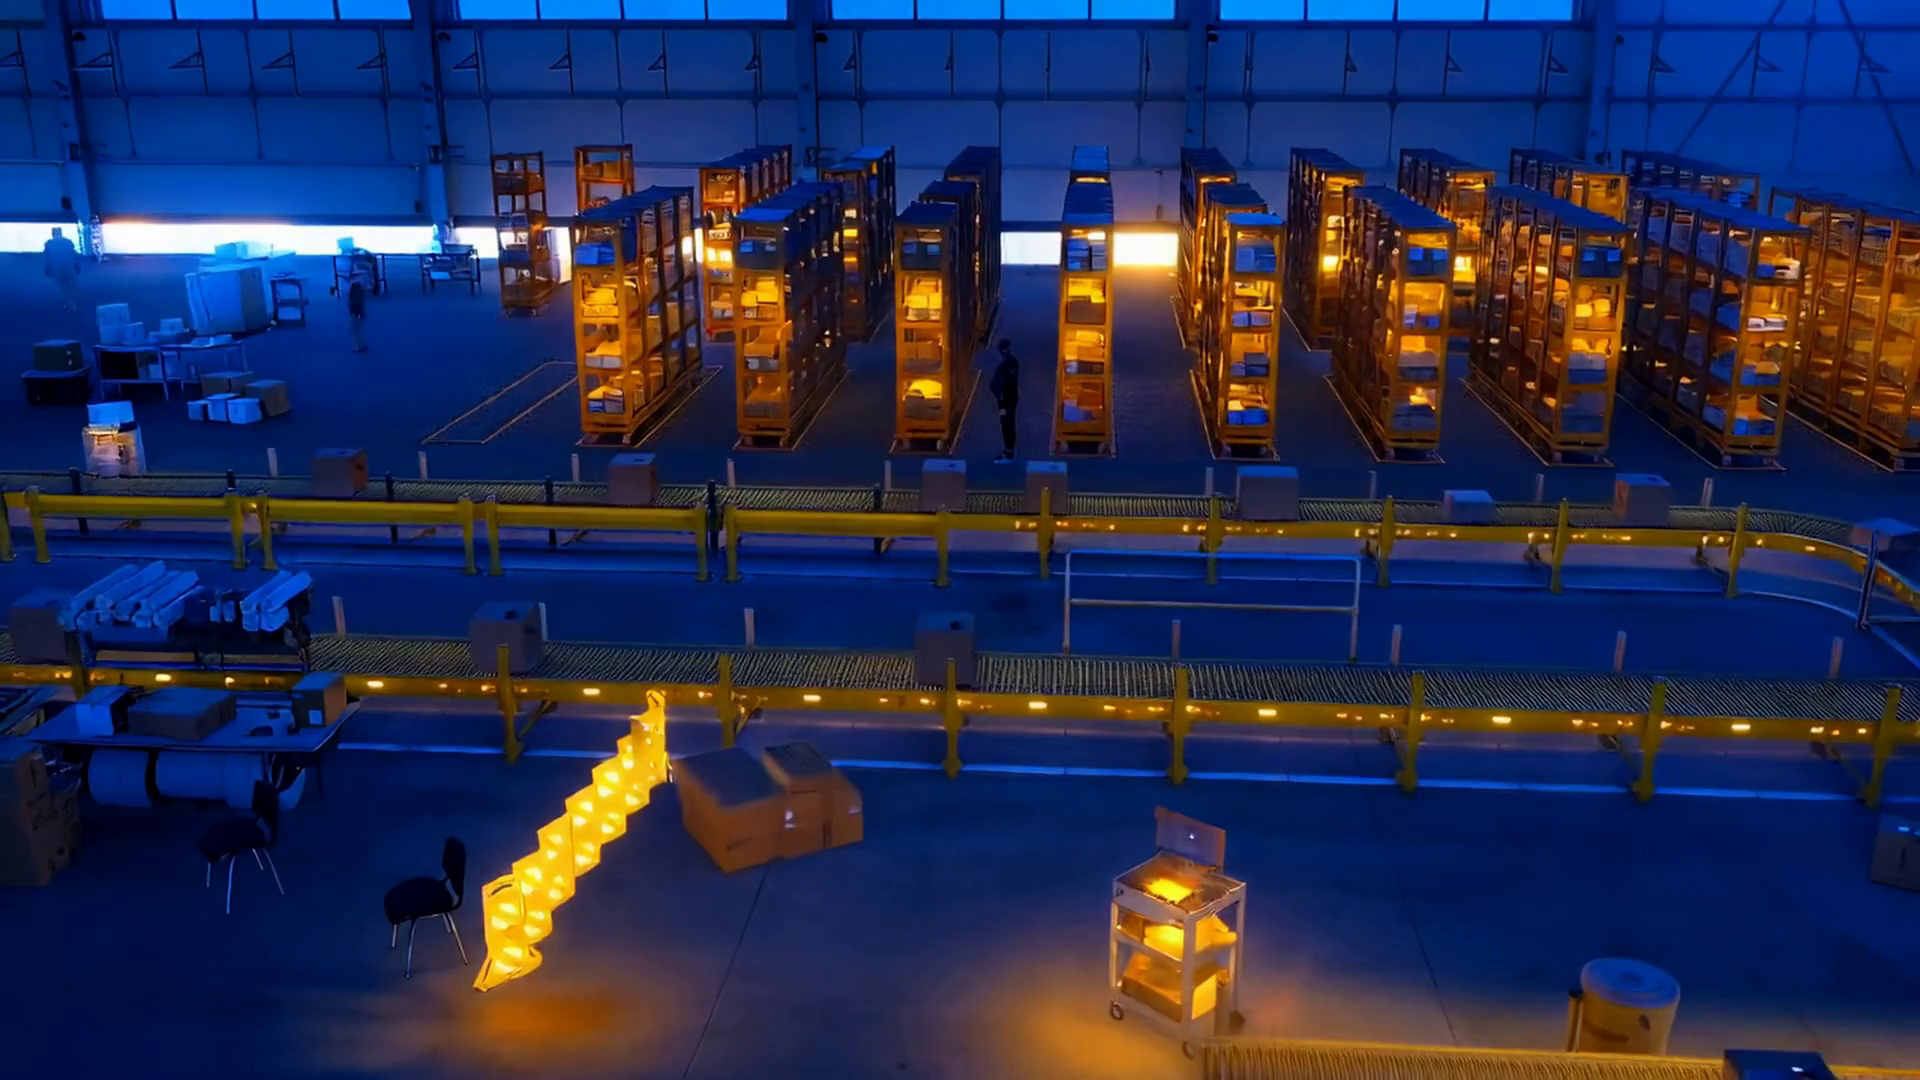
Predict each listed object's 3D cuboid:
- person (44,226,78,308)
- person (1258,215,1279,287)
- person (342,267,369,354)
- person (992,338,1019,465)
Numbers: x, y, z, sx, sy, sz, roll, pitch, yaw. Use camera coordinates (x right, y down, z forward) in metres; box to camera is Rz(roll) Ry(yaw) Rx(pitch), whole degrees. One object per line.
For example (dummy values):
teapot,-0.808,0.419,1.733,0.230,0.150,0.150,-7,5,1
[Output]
person,-20.916,-6.353,38.668,0.660,1.869,0.906,-14,22,-38
person,7.712,-7.200,41.517,0.812,1.815,0.604,-2,18,-8
person,-12.113,-4.589,33.285,0.381,1.737,0.566,-9,20,-27
person,0.677,-2.092,25.075,0.407,1.910,0.640,2,18,5
